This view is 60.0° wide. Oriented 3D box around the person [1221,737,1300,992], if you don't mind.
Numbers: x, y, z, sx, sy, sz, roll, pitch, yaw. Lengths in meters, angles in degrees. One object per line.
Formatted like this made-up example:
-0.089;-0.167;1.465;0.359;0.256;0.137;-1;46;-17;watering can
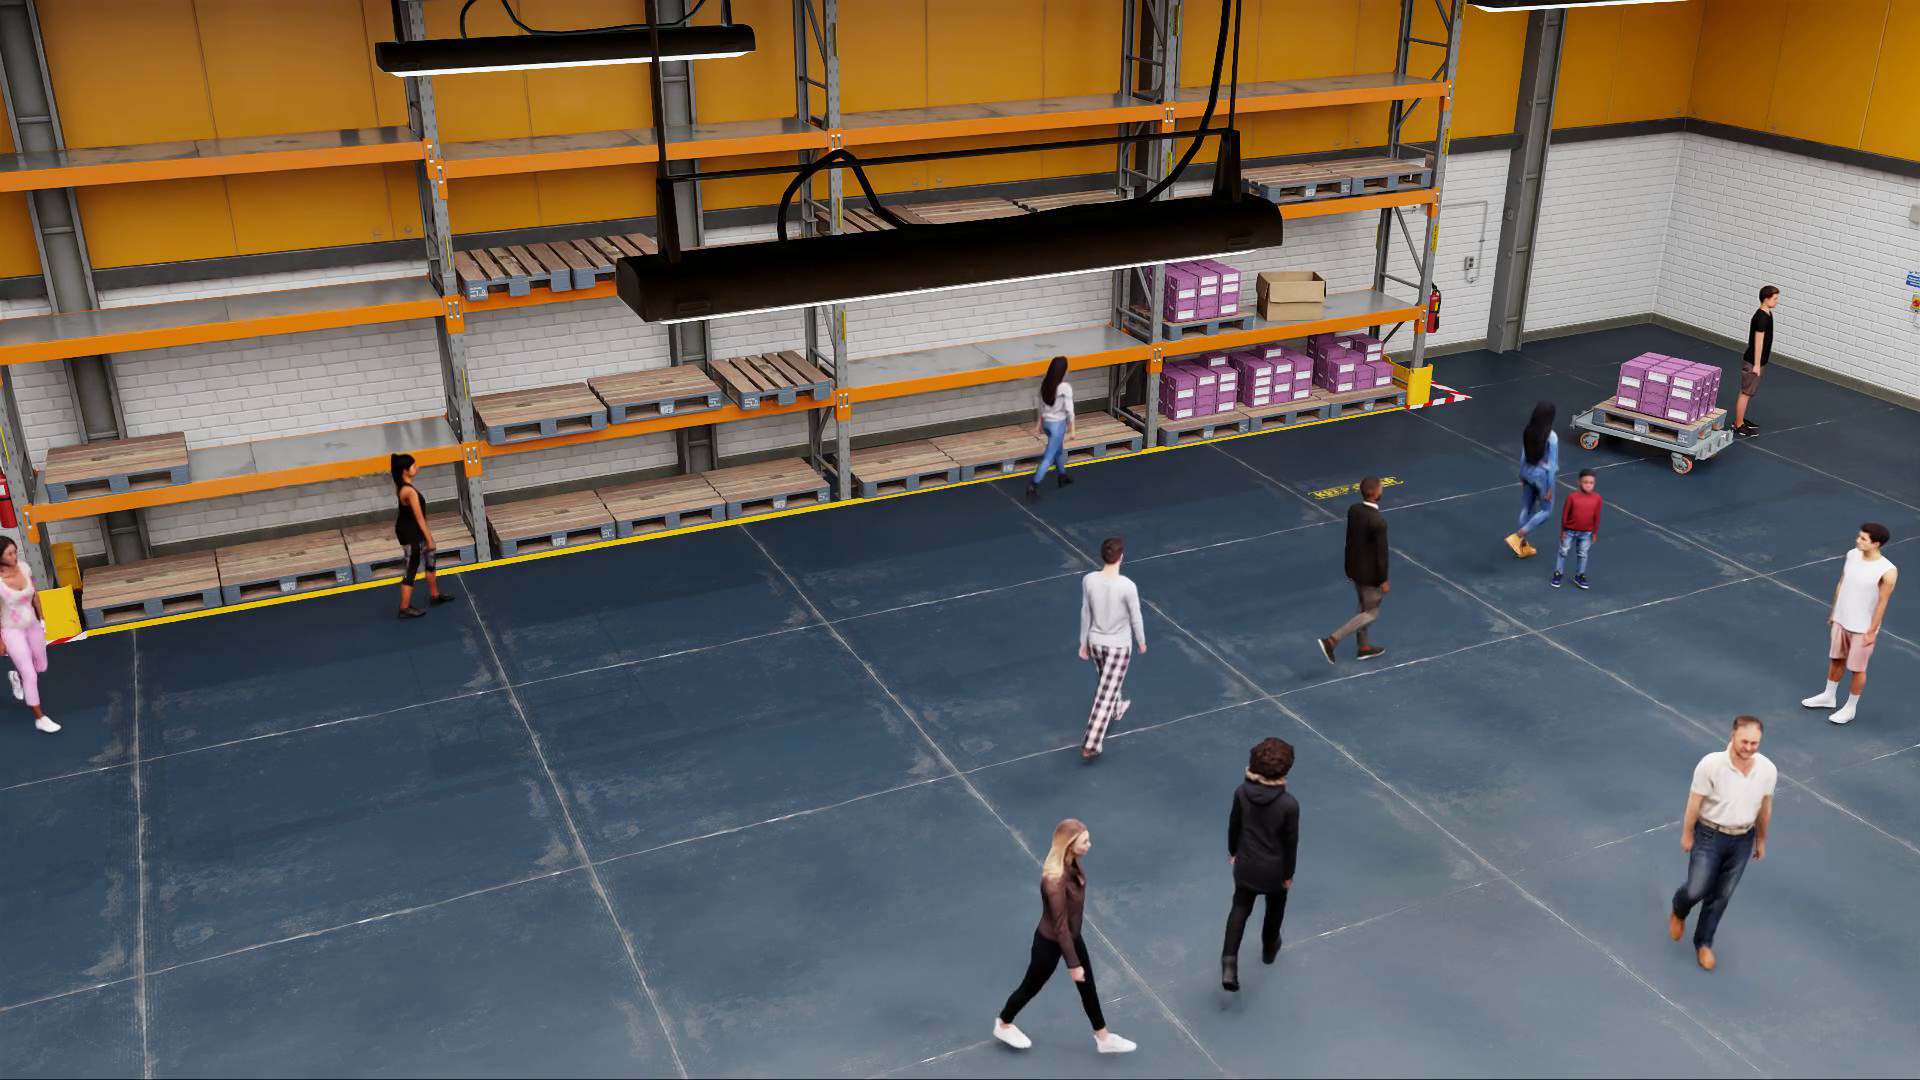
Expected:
1.917;2.105;10.680;1.033;1.755;1.183;12;26;26;person

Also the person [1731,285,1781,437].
9.793;-2.232;20.469;0.830;1.861;0.739;11;26;24;person

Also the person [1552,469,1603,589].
6.097;-0.123;16.408;0.573;1.250;0.650;5;24;11;person

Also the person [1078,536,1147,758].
1.175;0.902;13.381;1.030;1.796;1.261;15;28;31;person

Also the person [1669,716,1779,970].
5.027;1.918;11.001;0.834;1.841;0.894;3;24;7;person

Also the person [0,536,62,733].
-7.854;0.756;13.811;1.025;1.719;1.019;14;27;28;person

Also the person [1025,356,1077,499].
0.987;-1.214;18.478;1.131;1.592;0.824;-19;30;-36;person

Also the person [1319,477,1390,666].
3.541;0.310;14.749;1.014;1.786;0.727;-8;25;-18;person

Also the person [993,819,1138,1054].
0.504;2.431;10.060;1.149;1.654;1.111;9;25;20;person

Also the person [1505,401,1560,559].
5.781;-0.573;16.875;0.724;1.700;0.604;-11;26;-24;person

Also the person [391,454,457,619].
-5.253;-0.029;15.698;0.798;1.647;0.629;-12;27;-26;person

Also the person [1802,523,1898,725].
7.521;0.674;13.916;0.620;1.785;0.665;-7;24;-15;person
